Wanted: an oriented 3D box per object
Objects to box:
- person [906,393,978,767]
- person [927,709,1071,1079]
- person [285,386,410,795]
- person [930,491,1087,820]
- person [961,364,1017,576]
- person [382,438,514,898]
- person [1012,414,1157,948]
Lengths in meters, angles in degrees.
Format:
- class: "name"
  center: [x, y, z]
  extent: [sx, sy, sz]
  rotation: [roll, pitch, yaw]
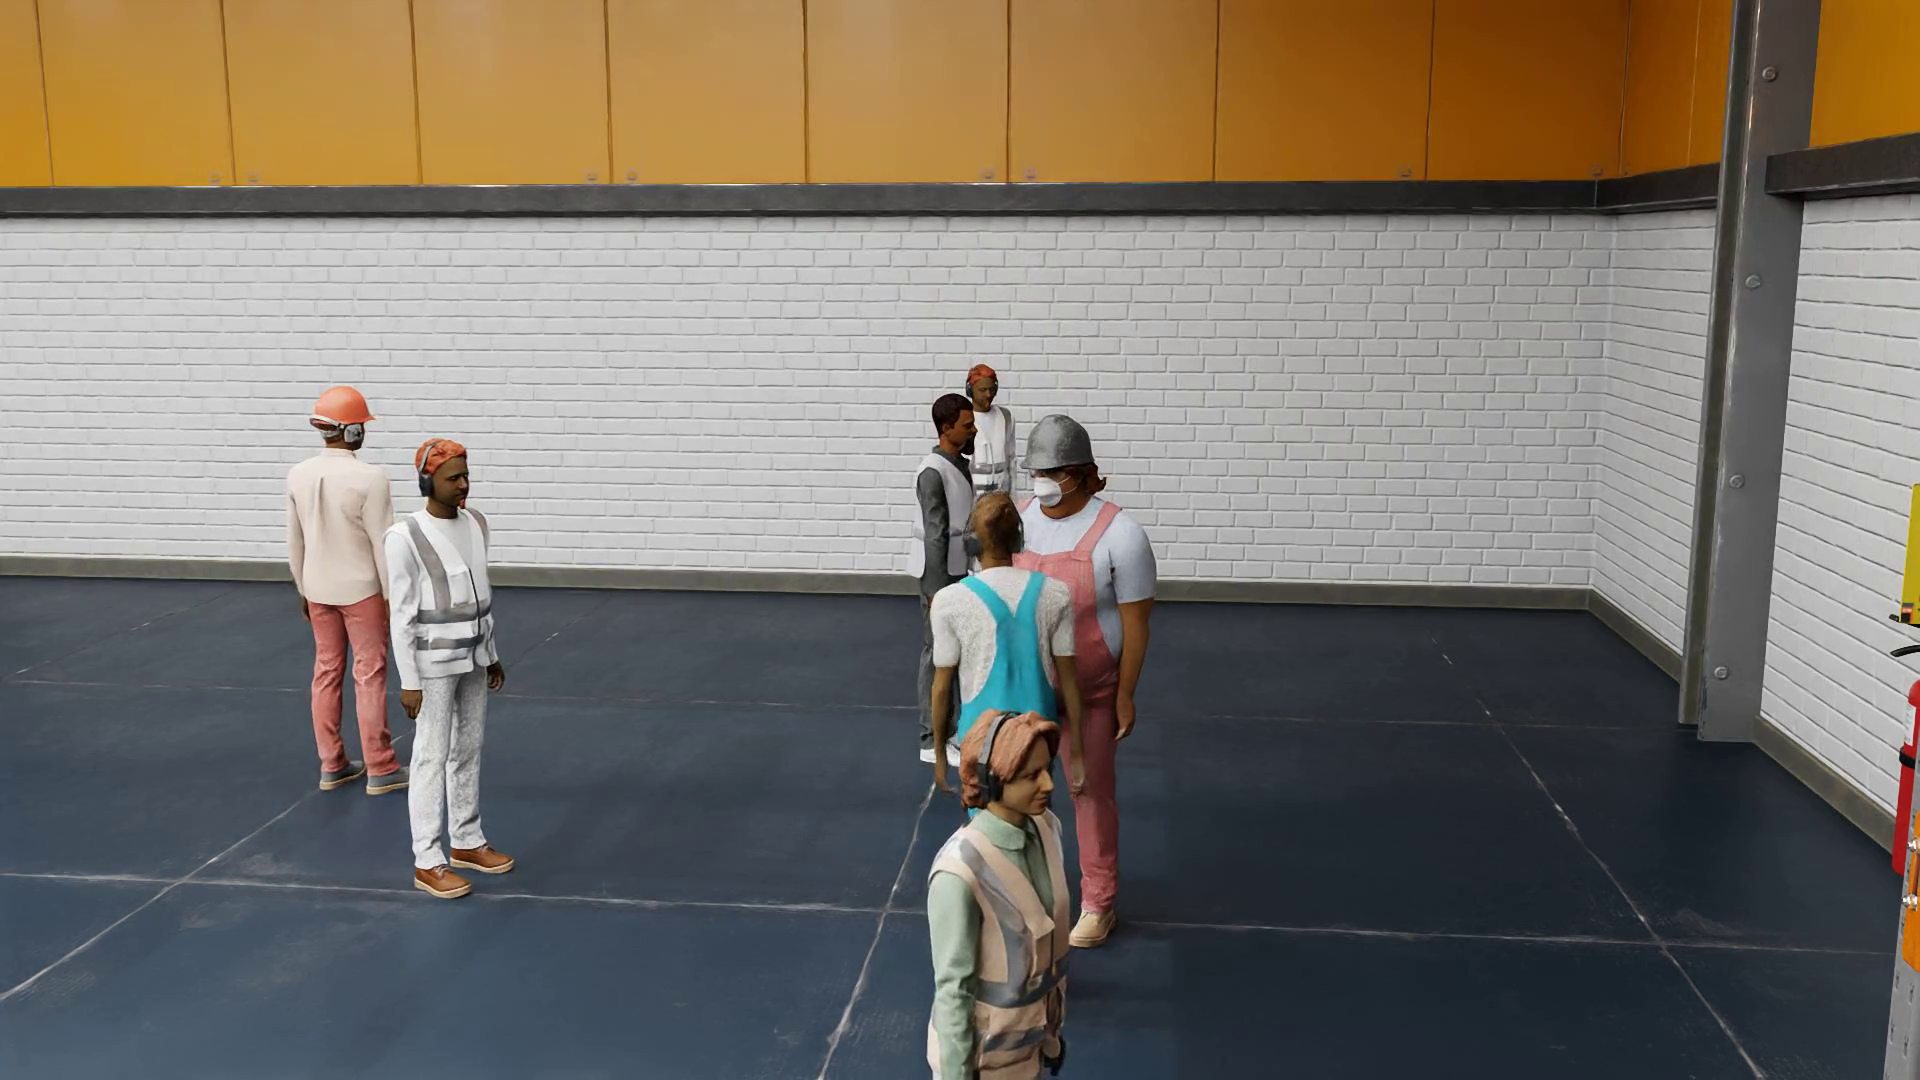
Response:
- class: "person"
  center: [-0.072, 0.196, 8.636]
  extent: [0.390, 1.920, 0.588]
  rotation: [2, 10, 12]
- class: "person"
  center: [0.089, 1.179, 3.803]
  extent: [0.315, 1.641, 0.514]
  rotation: [5, 11, 28]
- class: "person"
  center: [-2.980, 0.247, 8.127]
  extent: [0.612, 1.996, 0.389]
  rotation: [4, 11, 22]
- class: "person"
  center: [0.163, 0.744, 5.825]
  extent: [0.518, 1.816, 0.497]
  rotation: [-4, 11, -19]
- class: "person"
  center: [0.144, -0.271, 11.438]
  extent: [0.586, 1.879, 0.357]
  rotation: [-6, 12, -31]
- class: "person"
  center: [-2.112, 0.517, 6.899]
  extent: [0.341, 1.882, 0.587]
  rotation: [4, 11, 22]
- class: "person"
  center: [0.361, 0.533, 6.360]
  extent: [0.689, 2.000, 0.539]
  rotation: [6, 12, 31]
